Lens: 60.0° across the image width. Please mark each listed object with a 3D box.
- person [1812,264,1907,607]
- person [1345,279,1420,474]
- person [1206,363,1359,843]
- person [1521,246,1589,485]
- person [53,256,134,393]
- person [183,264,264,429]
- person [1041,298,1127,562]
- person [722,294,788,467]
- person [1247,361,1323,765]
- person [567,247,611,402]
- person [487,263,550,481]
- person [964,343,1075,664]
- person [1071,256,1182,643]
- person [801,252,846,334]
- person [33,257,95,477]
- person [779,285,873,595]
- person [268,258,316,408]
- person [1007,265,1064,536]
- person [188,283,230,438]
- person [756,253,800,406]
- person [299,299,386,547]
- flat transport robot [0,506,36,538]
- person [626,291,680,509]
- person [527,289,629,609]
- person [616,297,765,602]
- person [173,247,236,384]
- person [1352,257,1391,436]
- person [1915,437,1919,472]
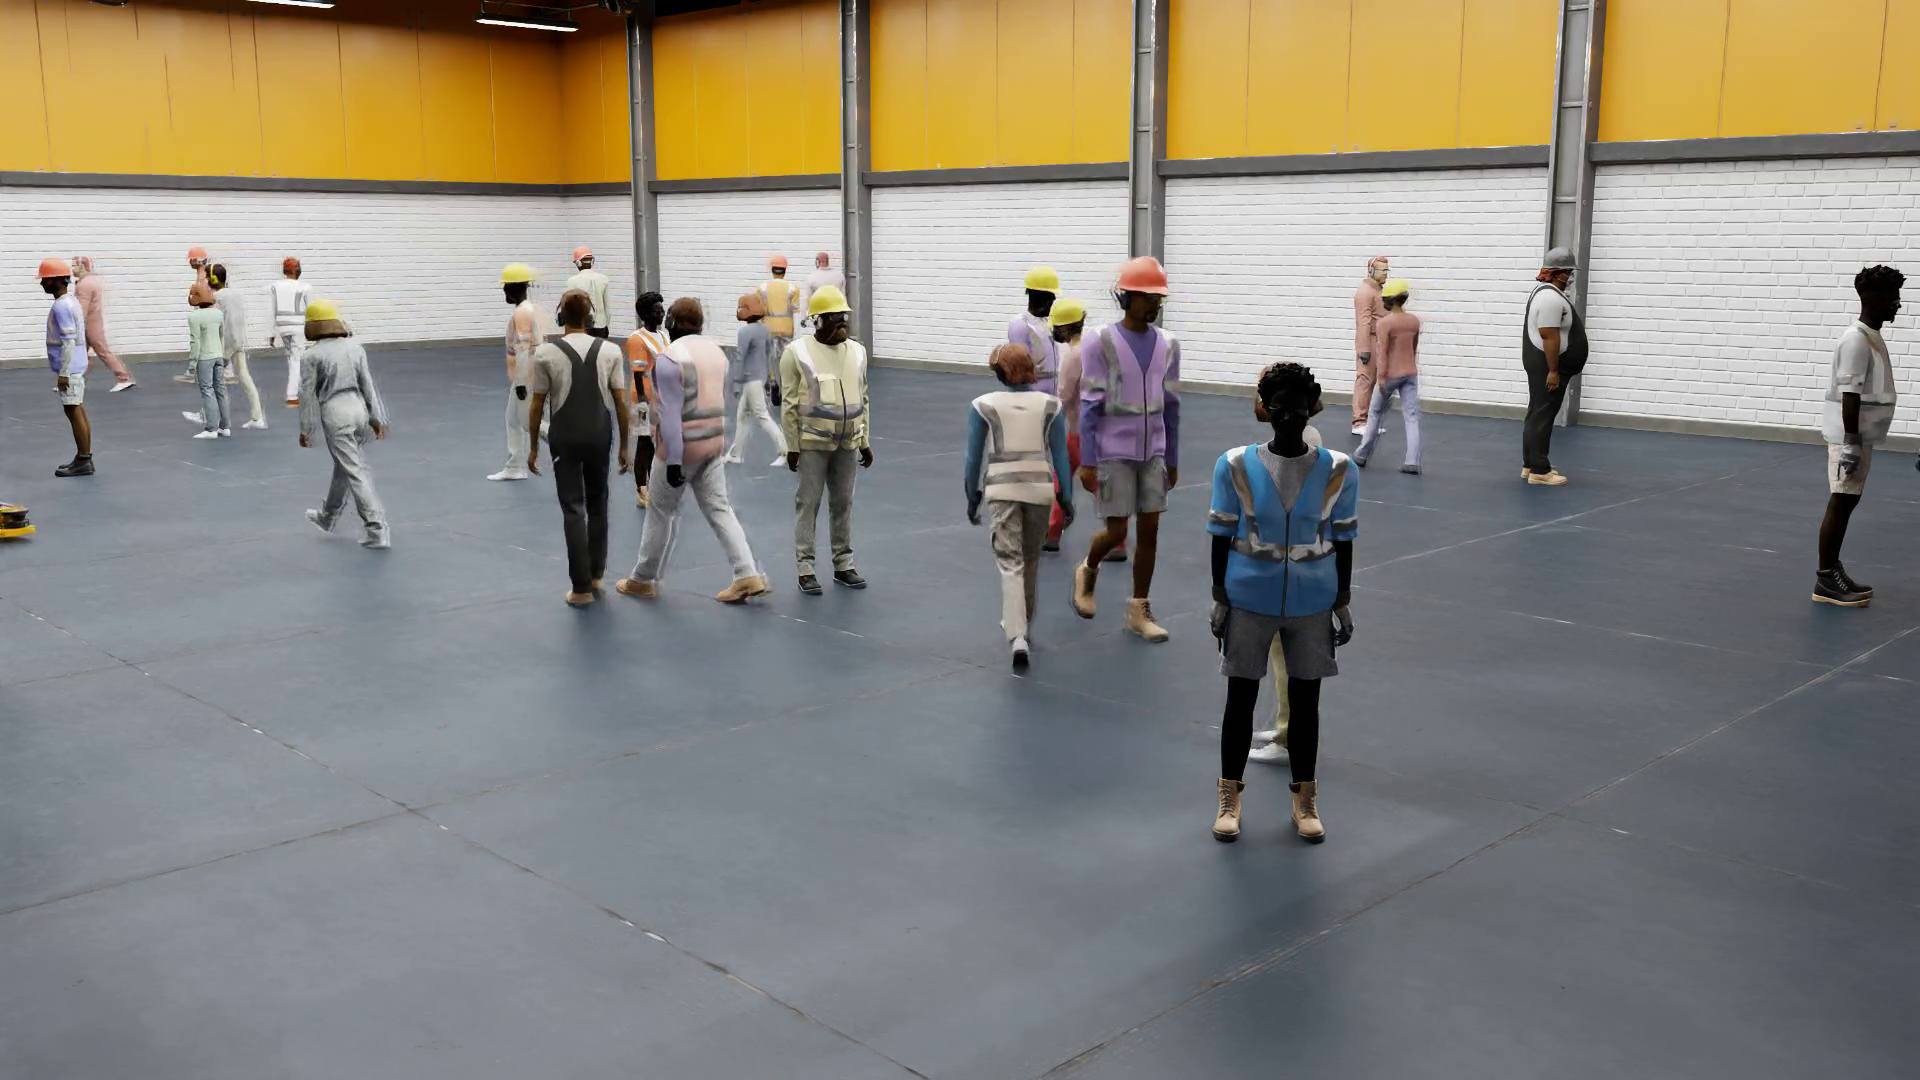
[{"bbox_3d":[5.214,-0.608,9.662,0.362,1.963,0.613,7,12,33],"label":"person"},{"bbox_3d":[3.888,-1.478,15.047,0.538,1.730,0.847,-5,11,-25],"label":"person"},{"bbox_3d":[1.128,0.225,5.852,0.533,1.697,0.319,1,10,4],"label":"person"},{"bbox_3d":[5.131,-1.505,14.353,0.535,2.000,0.686,2,11,11],"label":"person"},{"bbox_3d":[-11.827,-2.927,22.621,0.987,1.865,0.659,-5,11,-24],"label":"person"},{"bbox_3d":[-8.145,-2.125,18.352,0.986,1.806,0.569,3,11,15],"label":"person"},{"bbox_3d":[0.728,-0.708,10.887,0.867,1.720,0.519,2,11,13],"label":"person"},{"bbox_3d":[-1.896,-1.470,15.380,0.829,1.593,0.510,3,11,17],"label":"person"},{"bbox_3d":[1.318,0.095,6.738,0.266,1.631,0.507,6,12,28],"label":"person"},{"bbox_3d":[-4.736,-2.732,21.188,0.611,1.986,0.393,-10,15,-44],"label":"person"},{"bbox_3d":[-3.710,-1.447,14.421,0.781,1.901,0.596,-2,11,-11],"label":"person"},{"bbox_3d":[0.312,-0.194,8.430,0.559,1.591,0.870,-2,11,-13],"label":"person"},{"bbox_3d":[0.878,-0.480,8.811,0.626,2.023,0.585,-5,12,-27],"label":"person"},{"bbox_3d":[-2.073,-3.354,24.885,0.671,1.867,0.822,-6,12,-31],"label":"person"},{"bbox_3d":[-7.952,-1.530,14.773,0.362,1.934,0.551,-4,11,-21],"label":"person"},{"bbox_3d":[-0.784,-0.600,9.972,0.588,1.837,0.403,-7,12,-33],"label":"person"},{"bbox_3d":[-8.298,-2.605,20.889,0.601,1.838,0.939,2,11,8],"label":"person"},{"bbox_3d":[0.536,-0.948,11.629,0.368,1.926,0.587,4,11,22],"label":"person"},{"bbox_3d":[-7.933,-1.886,17.534,0.286,1.636,0.499,2,11,13],"label":"person"},{"bbox_3d":[-2.249,-2.585,20.586,0.555,1.920,0.781,-1,10,-5],"label":"person"},{"bbox_3d":[-4.322,-0.803,11.465,0.972,1.678,0.505,6,12,30],"label":"person"},{"bbox_3d":[-7.272,-0.154,11.811,1.431,0.197,0.652,7,12,33],"label":"flat transport robot"},{"bbox_3d":[-2.410,-1.094,13.051,0.318,1.697,0.535,3,11,15],"label":"person"},{"bbox_3d":[-2.231,-0.540,9.673,0.547,1.815,0.699,-5,12,-25],"label":"person"},{"bbox_3d":[-1.553,-0.519,9.704,0.977,1.783,0.632,5,12,27],"label":"person"},{"bbox_3d":[-10.864,-3.185,23.714,0.924,1.952,0.625,-4,11,-22],"label":"person"},{"bbox_3d":[4.426,-2.068,17.793,0.402,1.904,0.652,5,12,26],"label":"person"},{"bbox_3d":[6.061,-0.472,9.939,0.516,1.594,0.871,2,11,10],"label":"person"}]
